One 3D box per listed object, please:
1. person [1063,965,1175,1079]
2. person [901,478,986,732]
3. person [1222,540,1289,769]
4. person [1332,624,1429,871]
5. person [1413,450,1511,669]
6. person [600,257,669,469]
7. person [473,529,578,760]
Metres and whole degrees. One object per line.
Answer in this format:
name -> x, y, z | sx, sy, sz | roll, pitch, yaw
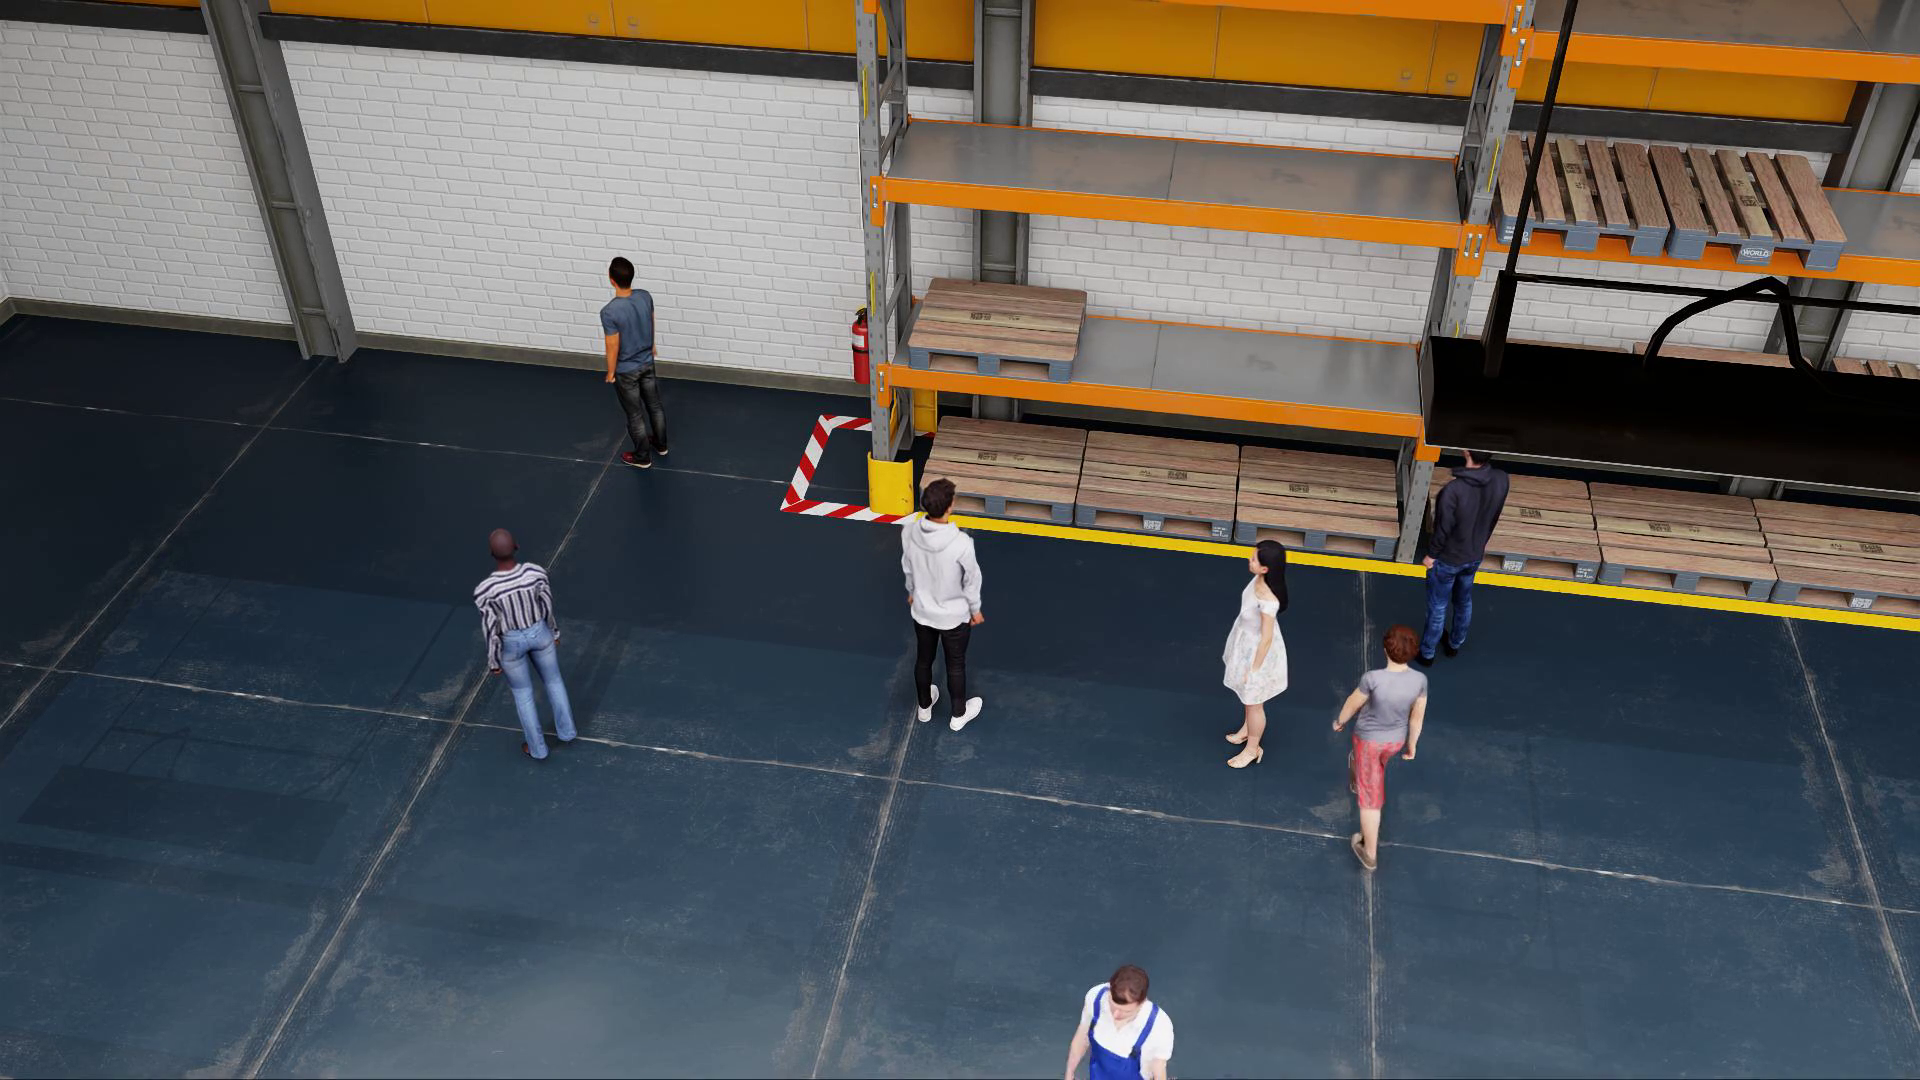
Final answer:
person -> 0.833, 2.555, 8.015 | 0.835, 1.828, 0.894 | 28, 46, 30
person -> -0.122, 0.423, 10.603 | 0.613, 1.930, 0.790 | 15, 41, 18
person -> 1.839, 0.713, 10.365 | 0.630, 1.774, 0.647 | 5, 39, 6
person -> 2.490, 1.256, 9.819 | 1.105, 1.608, 0.856 | -3, 39, -3
person -> 3.322, 0.068, 11.077 | 0.720, 1.895, 0.821 | -16, 41, -19
person -> -2.540, -1.386, 12.964 | 0.707, 1.810, 0.729 | 25, 45, 28
person -> -2.721, 0.664, 10.410 | 0.710, 1.794, 0.764 | -25, 45, -28
